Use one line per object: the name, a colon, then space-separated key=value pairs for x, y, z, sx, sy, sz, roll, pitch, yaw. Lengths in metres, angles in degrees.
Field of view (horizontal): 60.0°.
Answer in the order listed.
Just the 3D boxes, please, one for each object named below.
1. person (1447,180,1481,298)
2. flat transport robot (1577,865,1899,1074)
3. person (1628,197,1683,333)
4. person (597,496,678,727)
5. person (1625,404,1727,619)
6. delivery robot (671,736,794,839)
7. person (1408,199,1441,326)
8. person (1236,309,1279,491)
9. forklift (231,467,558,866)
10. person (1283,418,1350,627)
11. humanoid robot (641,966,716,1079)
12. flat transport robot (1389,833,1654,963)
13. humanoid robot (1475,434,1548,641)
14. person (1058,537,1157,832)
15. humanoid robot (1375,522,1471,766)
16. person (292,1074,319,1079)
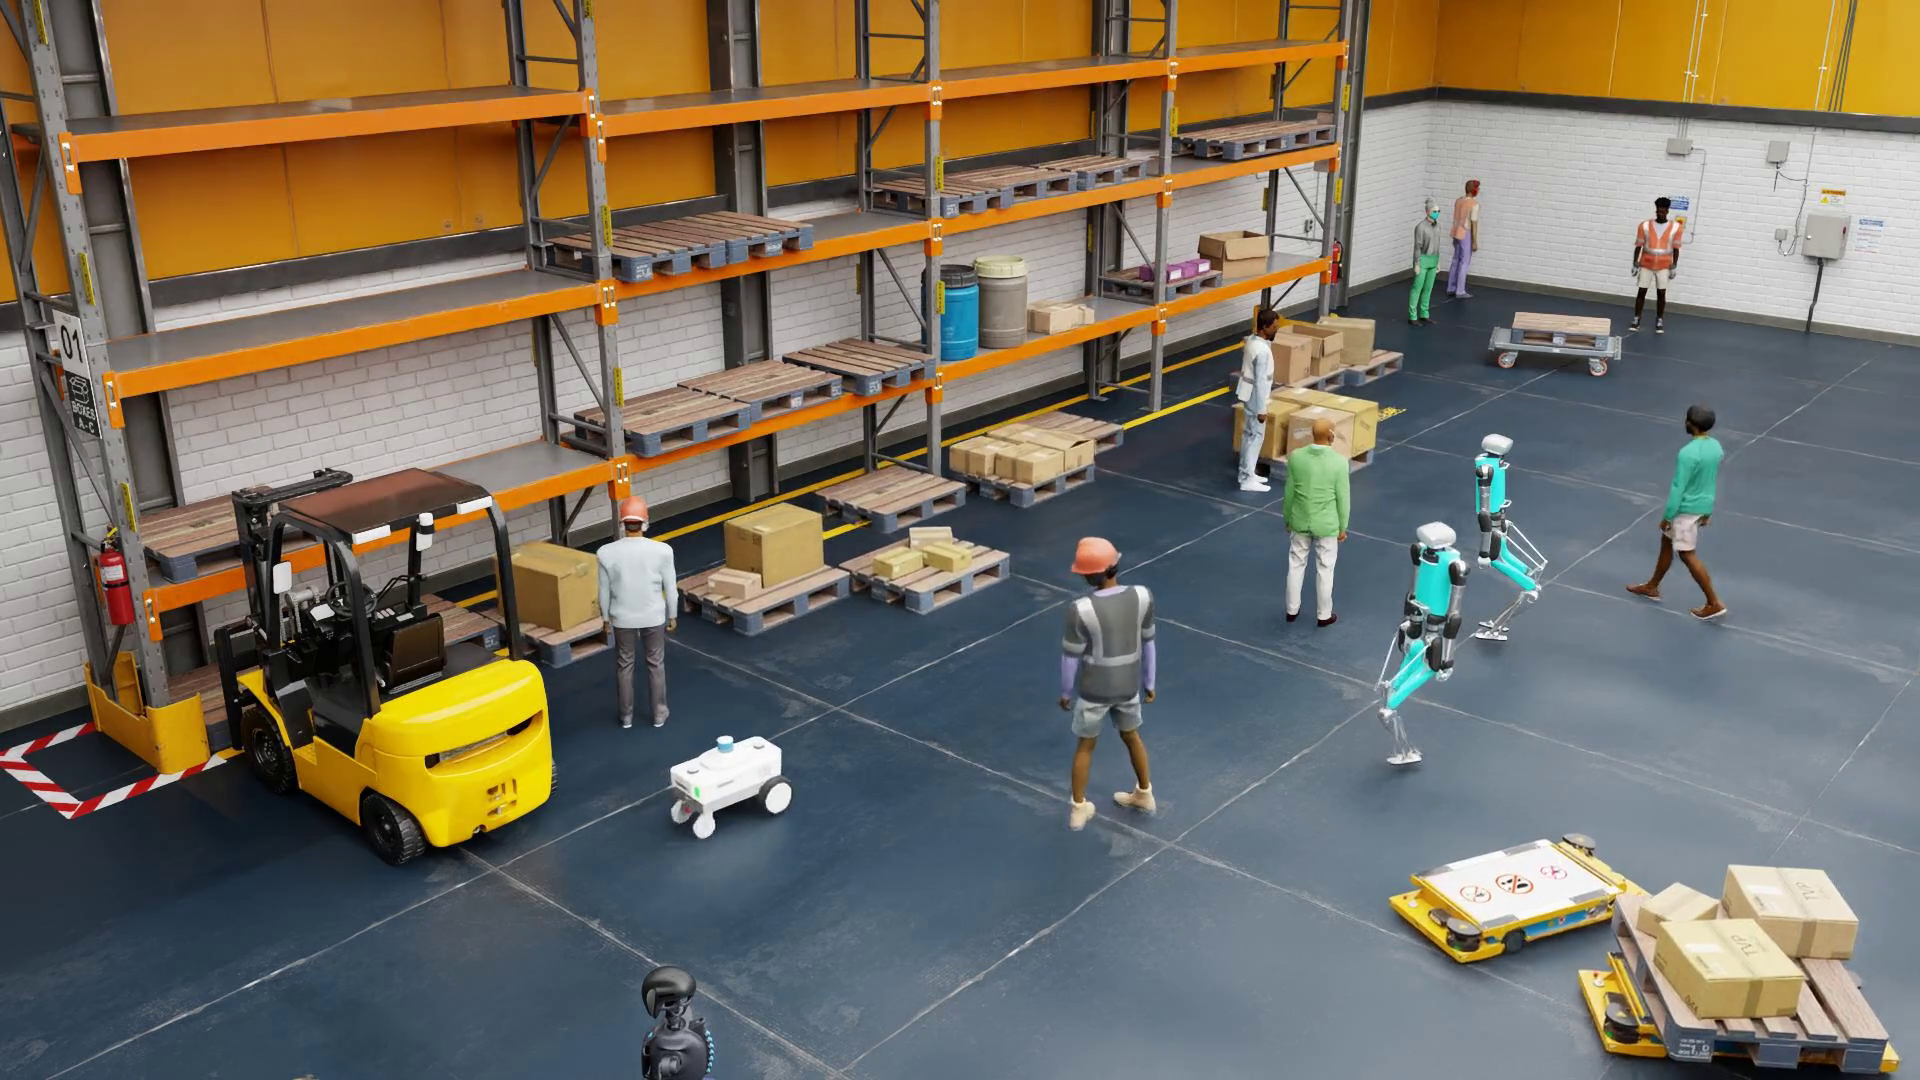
person: x=7.891 y=-4.716 z=26.066 sx=0.394 sy=1.835 sz=0.565 roll=-6 pitch=21 yaw=-16
flat transport robot: x=4.086 y=2.495 z=8.791 sx=1.431 sy=0.231 sz=0.659 roll=2 pitch=20 yaw=6
person: x=9.944 y=-3.937 z=23.800 sx=0.617 sy=1.953 sz=0.391 roll=8 pitch=22 yaw=21
person: x=-2.316 y=0.524 z=12.010 sx=0.571 sy=1.738 sz=0.351 roll=-3 pitch=21 yaw=-9
person: x=6.168 y=-0.252 z=14.007 sx=0.508 sy=1.812 sz=0.932 roll=-16 pitch=25 yaw=-36
delivery robot: x=-1.521 y=1.568 z=10.878 sx=0.777 sy=0.587 sz=0.499 roll=-17 pitch=26 yaw=-39
person: x=6.812 y=-4.055 z=24.274 sx=0.512 sy=1.839 sz=0.340 roll=-13 pitch=24 yaw=-32
person: x=3.046 y=-1.436 z=17.084 sx=0.407 sy=1.907 sz=0.594 roll=0 pitch=20 yaw=0
forklift: x=-3.730 y=0.710 z=10.856 sx=2.313 sy=2.155 sz=1.214 roll=17 pitch=26 yaw=38
person: x=2.943 y=-0.146 z=13.761 sx=0.551 sy=1.782 sz=0.384 roll=10 pitch=23 yaw=25
humanoid robot: x=-1.130 y=2.466 z=6.815 sx=0.315 sy=1.657 sz=0.599 roll=-1 pitch=20 yaw=-2
flat transport robot: x=3.328 y=2.108 z=9.840 sx=1.431 sy=0.231 sz=0.659 roll=-9 pitch=22 yaw=-22
humanoid robot: x=4.409 y=0.006 z=13.222 sx=0.735 sy=1.677 sz=0.533 roll=10 pitch=23 yaw=26
person: x=0.950 y=0.914 z=10.575 sx=0.677 sy=2.007 sz=0.407 roll=-8 pitch=22 yaw=-20
humanoid robot: x=3.018 y=0.779 z=11.329 sx=0.716 sy=1.797 sz=0.542 roll=-8 pitch=22 yaw=-20
person: x=-2.221 y=2.707 z=5.818 sx=0.371 sy=1.933 sz=0.627 roll=-7 pitch=21 yaw=-18
